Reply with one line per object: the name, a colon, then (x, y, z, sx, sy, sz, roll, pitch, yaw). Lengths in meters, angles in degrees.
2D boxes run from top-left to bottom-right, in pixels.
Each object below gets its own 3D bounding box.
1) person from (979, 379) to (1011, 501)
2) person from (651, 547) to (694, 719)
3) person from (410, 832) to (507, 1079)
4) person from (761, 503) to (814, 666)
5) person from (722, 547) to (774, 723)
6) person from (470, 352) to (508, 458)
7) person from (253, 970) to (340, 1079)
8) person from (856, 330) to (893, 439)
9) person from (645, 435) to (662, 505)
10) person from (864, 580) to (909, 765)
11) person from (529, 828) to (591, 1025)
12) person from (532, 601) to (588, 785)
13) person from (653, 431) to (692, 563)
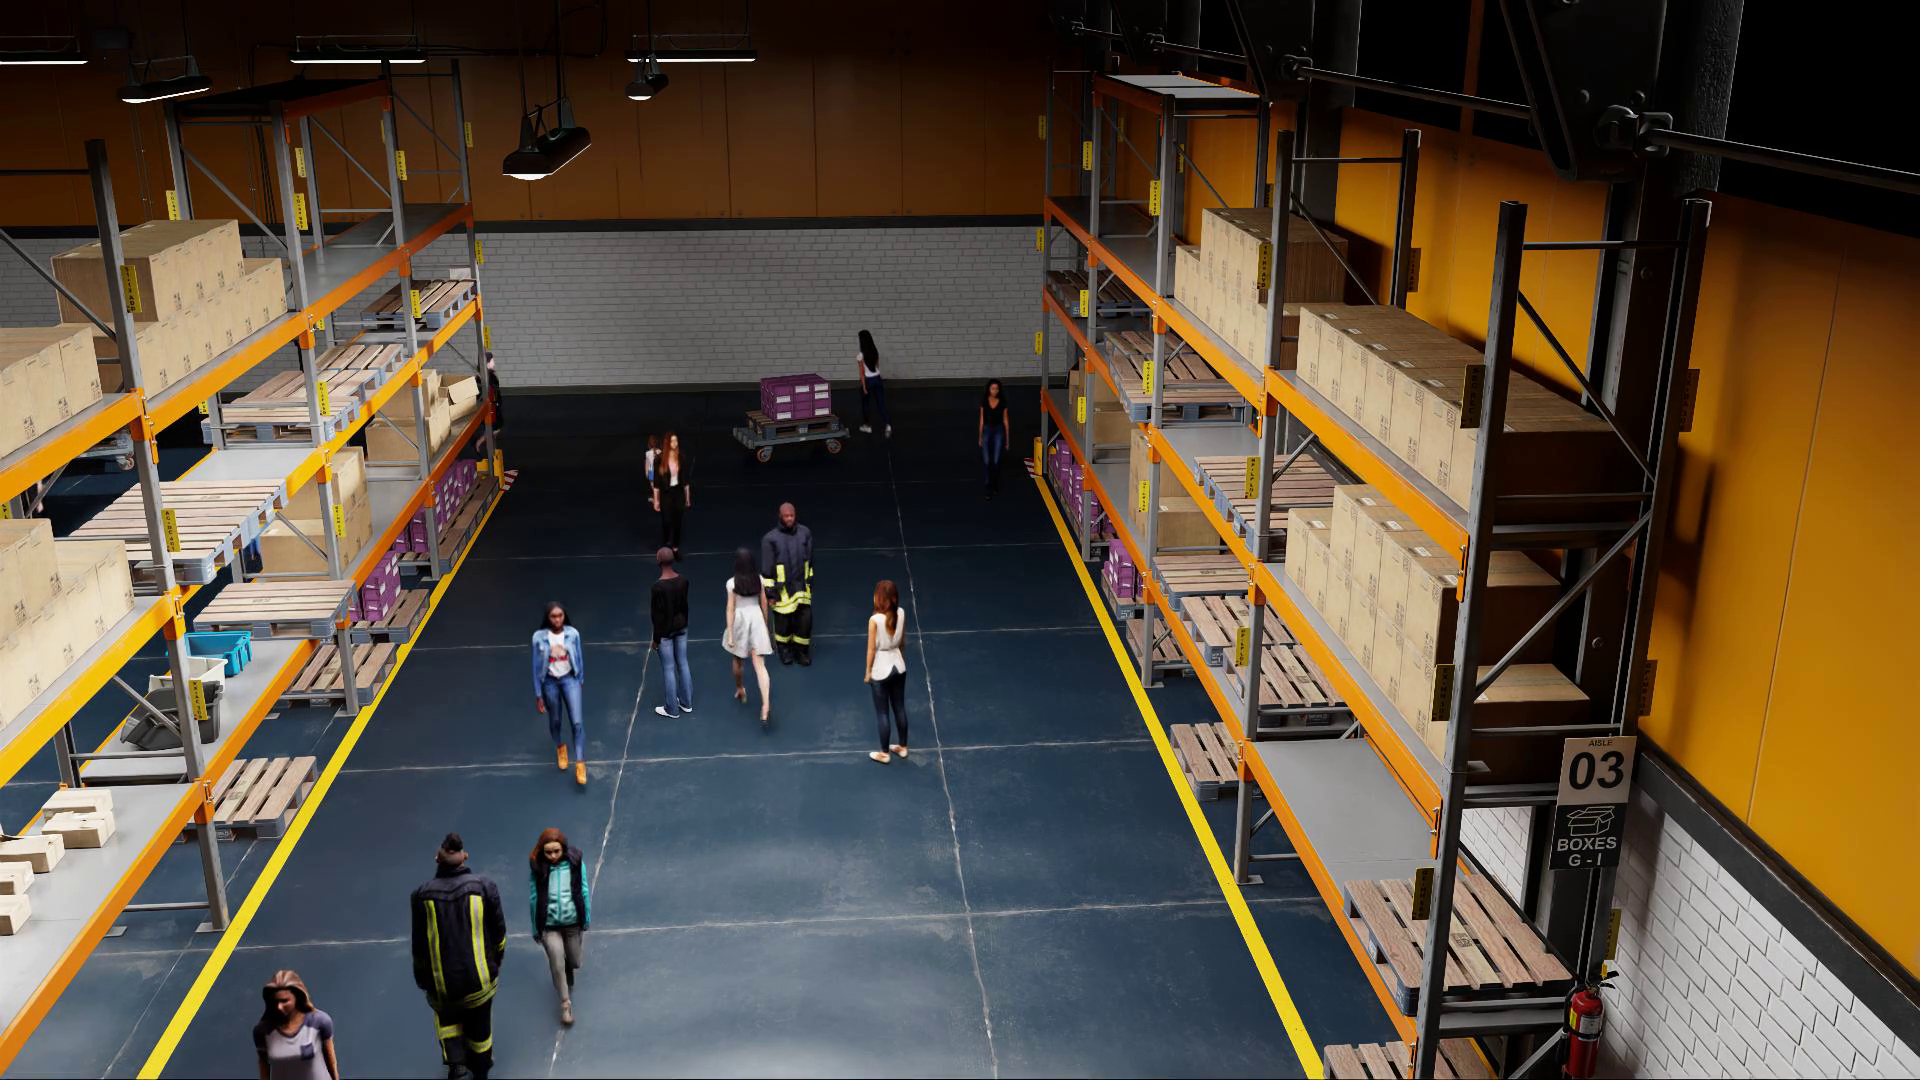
person: (0.467, -1.453, 23.573, 0.608, 1.710, 0.996, -1, 19, -2)
person: (-2.862, 0.907, 16.504, 0.732, 1.749, 0.674, 15, 24, 38)
person: (-3.248, 2.773, 10.800, 0.844, 1.853, 0.814, -7, 20, -21)
person: (-1.867, 0.433, 17.824, 0.878, 1.805, 0.911, -8, 20, -22)
person: (-2.041, 0.972, 16.348, 0.871, 1.724, 1.261, -8, 20, -22)
person: (-7.230, -2.008, 25.294, 0.911, 1.663, 0.861, -10, 21, -26)
person: (-3.805, 3.206, 9.733, 0.612, 1.712, 0.820, -2, 19, -7)
person: (-1.352, -2.449, 26.499, 0.983, 1.729, 1.221, -10, 21, -28)
person: (-4.246, -0.957, 23.199, 0.732, 1.009, 0.657, 17, 25, 41)
person: (-0.659, 1.225, 15.507, 0.663, 1.783, 0.691, -15, 24, -37)
person: (-2.826, 2.658, 11.726, 0.693, 1.479, 0.840, -7, 20, -21)
person: (-3.702, 1.344, 15.307, 0.751, 1.684, 1.068, -5, 19, -15)
person: (-3.669, -0.569, 20.962, 0.737, 1.700, 0.759, -10, 21, -27)
